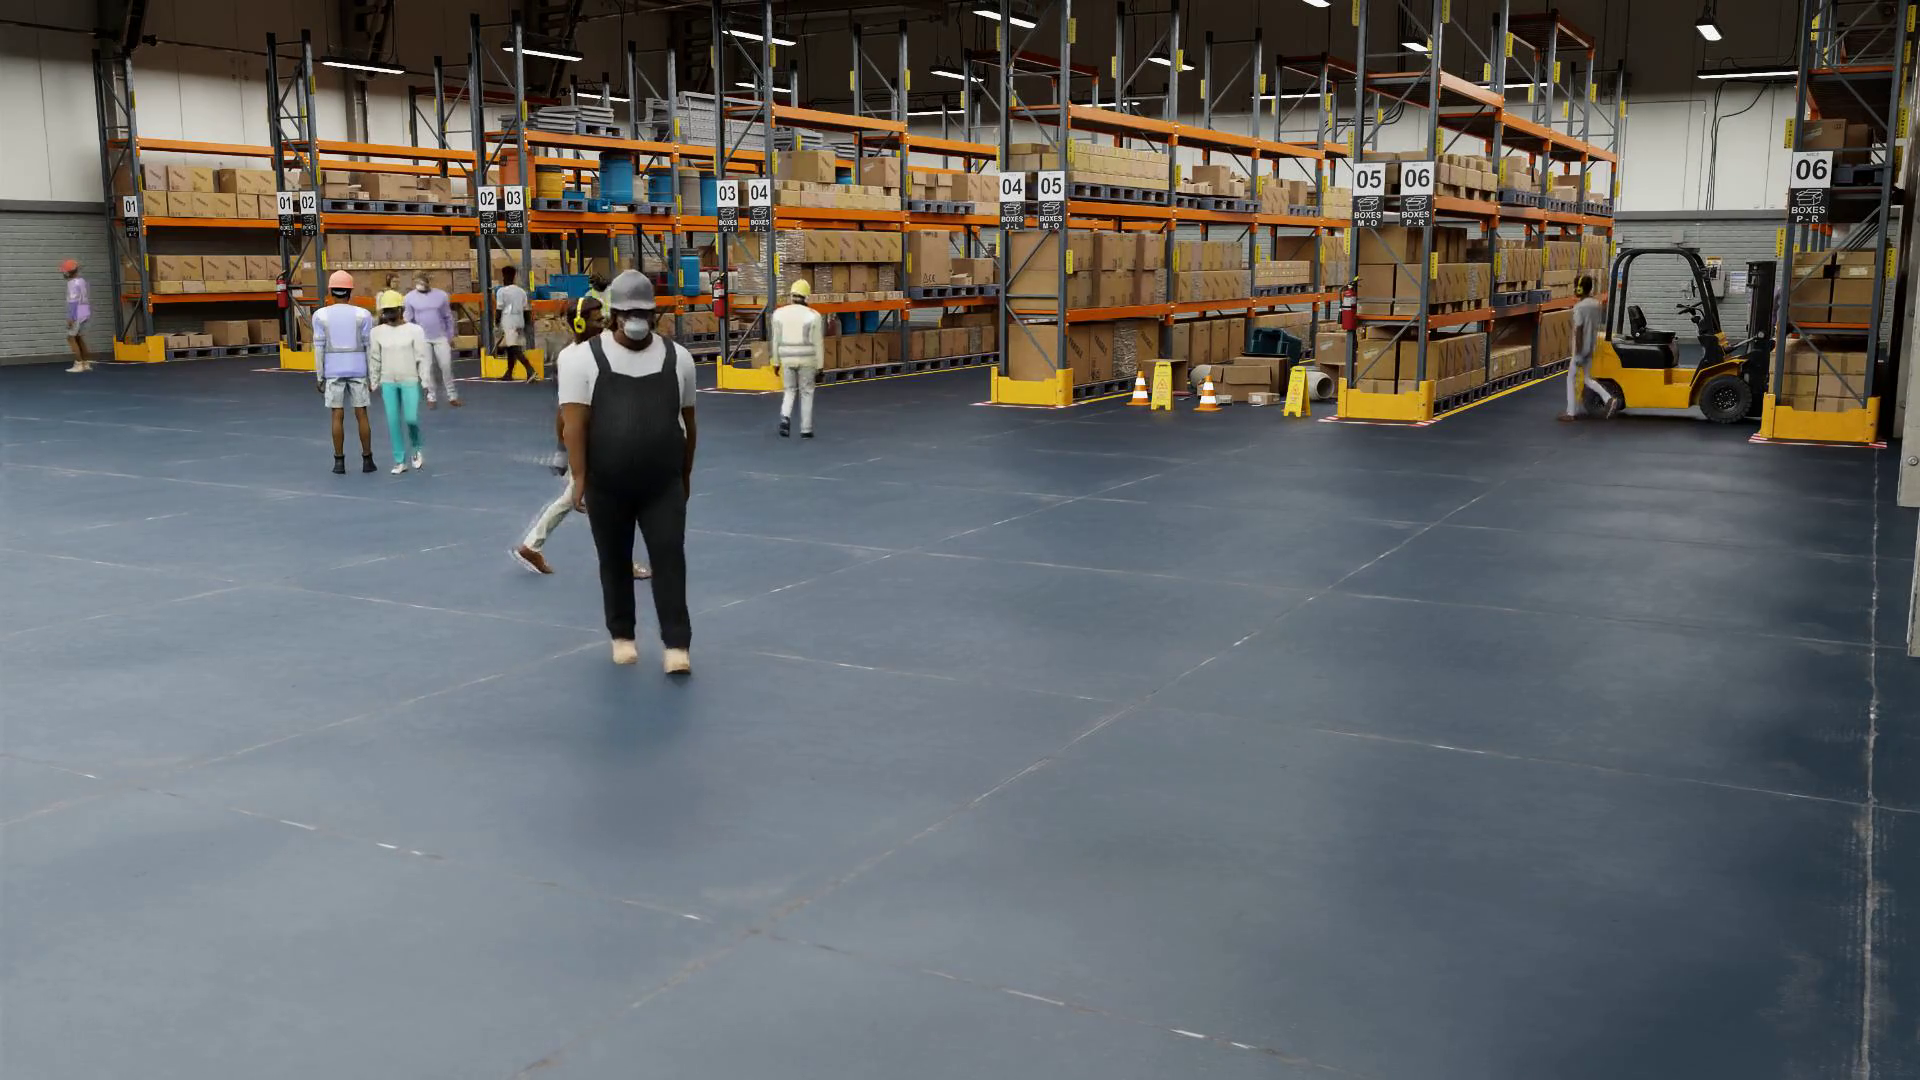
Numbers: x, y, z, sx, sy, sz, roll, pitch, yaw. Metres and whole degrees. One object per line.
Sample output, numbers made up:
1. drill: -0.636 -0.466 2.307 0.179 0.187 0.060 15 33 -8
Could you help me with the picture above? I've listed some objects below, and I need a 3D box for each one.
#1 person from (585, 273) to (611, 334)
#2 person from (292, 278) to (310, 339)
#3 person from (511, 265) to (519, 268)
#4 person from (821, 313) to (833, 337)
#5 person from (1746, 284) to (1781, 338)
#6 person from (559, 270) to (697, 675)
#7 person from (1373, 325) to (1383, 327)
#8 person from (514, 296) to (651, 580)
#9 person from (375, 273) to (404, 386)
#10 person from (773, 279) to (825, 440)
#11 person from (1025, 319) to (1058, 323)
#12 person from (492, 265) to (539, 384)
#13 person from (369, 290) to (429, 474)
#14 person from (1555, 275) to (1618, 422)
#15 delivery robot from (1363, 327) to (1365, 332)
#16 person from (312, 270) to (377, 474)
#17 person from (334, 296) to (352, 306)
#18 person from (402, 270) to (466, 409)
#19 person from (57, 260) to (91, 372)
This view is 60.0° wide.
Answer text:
1. person: -5.701 -3.429 27.033 0.741 1.807 0.433 -3 10 -15
2. person: -13.725 -4.620 34.506 0.493 1.624 0.280 -1 10 -3
3. person: -9.782 -5.117 36.661 0.575 1.883 0.362 6 11 31
4. person: -2.565 -3.916 29.504 0.629 1.931 0.375 0 10 -1
5. person: 13.943 -3.793 28.810 0.585 1.921 0.392 5 11 28
6. person: -1.601 -0.337 8.212 0.693 2.000 0.912 -3 10 -17
7. person: 9.498 -5.295 37.599 0.627 1.908 0.507 -5 11 -28
8. person: -2.455 -0.648 10.674 0.950 1.835 0.537 1 10 5
9. person: -8.972 -3.329 26.409 0.815 1.806 0.511 3 10 17
10. person: -1.810 -2.011 18.673 0.612 1.814 0.449 3 10 15
11. person: 1.307 -3.547 27.037 0.606 2.035 0.403 5 11 28
12. person: -7.217 -3.498 27.058 0.929 1.933 0.601 4 11 24
13. person: -5.358 -1.498 15.854 0.542 1.750 0.367 0 10 -2
14. person: 7.812 -2.359 20.646 0.510 1.843 0.715 -6 11 -30
15. delivery robot: 9.196 -4.655 37.561 0.707 0.478 0.477 -2 10 -10
16. person: -5.878 -1.602 15.920 0.550 1.935 0.376 -3 10 -20
17. person: -10.984 -3.878 29.802 0.521 1.746 0.513 8 13 40
18. person: -7.137 -2.703 22.497 0.750 1.893 0.444 -5 11 -26
19. person: -15.788 -3.978 29.677 0.429 2.001 0.639 -2 10 -14
